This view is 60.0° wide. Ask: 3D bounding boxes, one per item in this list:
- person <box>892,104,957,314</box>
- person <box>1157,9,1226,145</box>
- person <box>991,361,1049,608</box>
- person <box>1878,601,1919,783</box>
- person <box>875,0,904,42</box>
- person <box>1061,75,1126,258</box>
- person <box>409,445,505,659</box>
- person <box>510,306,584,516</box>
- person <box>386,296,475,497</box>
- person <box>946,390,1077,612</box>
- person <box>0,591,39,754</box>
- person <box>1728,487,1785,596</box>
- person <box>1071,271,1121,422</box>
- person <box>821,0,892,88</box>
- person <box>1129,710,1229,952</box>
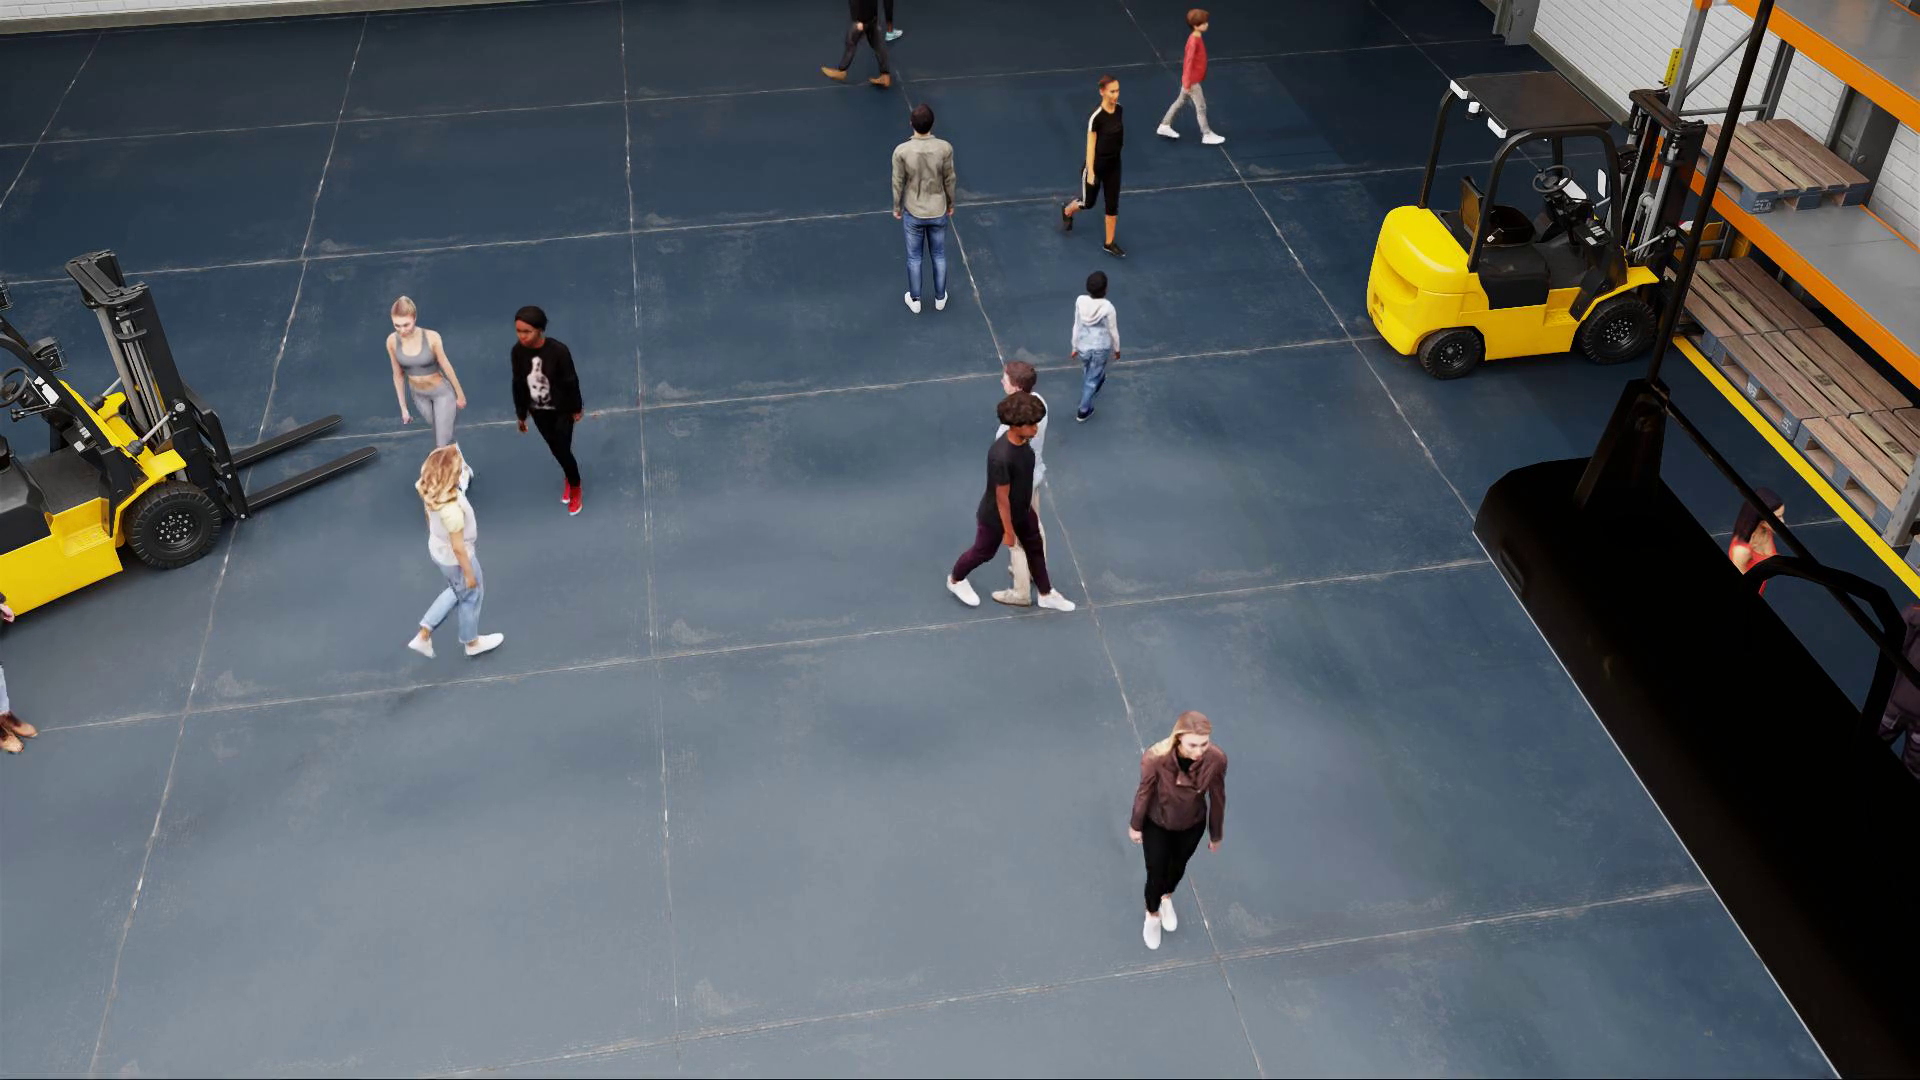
[{"bbox_3d":[-0.295,-2.774,14.007,0.688,1.866,0.564,-7,39,-8],"label":"person"},{"bbox_3d":[2.276,-4.655,16.749,0.806,1.383,0.938,8,39,9],"label":"person"},{"bbox_3d":[0.416,-0.374,11.019,0.785,1.843,0.676,16,41,19],"label":"person"},{"bbox_3d":[5.399,0.912,9.352,0.839,1.915,0.715,-28,46,-30],"label":"person"},{"bbox_3d":[-0.906,-6.577,18.812,0.674,1.811,0.700,17,42,20],"label":"person"},{"bbox_3d":[1.218,-3.390,14.954,0.868,1.646,1.078,-26,45,-29],"label":"person"},{"bbox_3d":[-3.258,0.156,10.468,0.935,1.703,0.917,-29,47,-32],"label":"person"},{"bbox_3d":[-2.912,-0.998,11.949,0.703,1.658,0.745,6,39,7],"label":"person"},{"bbox_3d":[-3.782,-1.069,12.023,0.699,1.677,0.838,1,39,1],"label":"person"},{"bbox_3d":[0.242,-0.244,10.949,1.167,1.729,1.150,20,43,23],"label":"person"},{"bbox_3d":[-6.022,0.511,9.930,0.825,1.820,0.718,14,41,17],"label":"person"},{"bbox_3d":[4.693,0.404,10.145,0.728,1.719,0.659,21,43,25],"label":"person"},{"bbox_3d":[1.004,-1.480,12.891,0.782,1.237,0.859,21,43,24],"label":"person"},{"bbox_3d":[-0.969,-5.605,17.697,1.092,1.684,1.098,17,42,20],"label":"person"},{"bbox_3d":[1.128,1.451,8.862,0.640,1.684,0.626,-4,39,-5],"label":"person"}]
